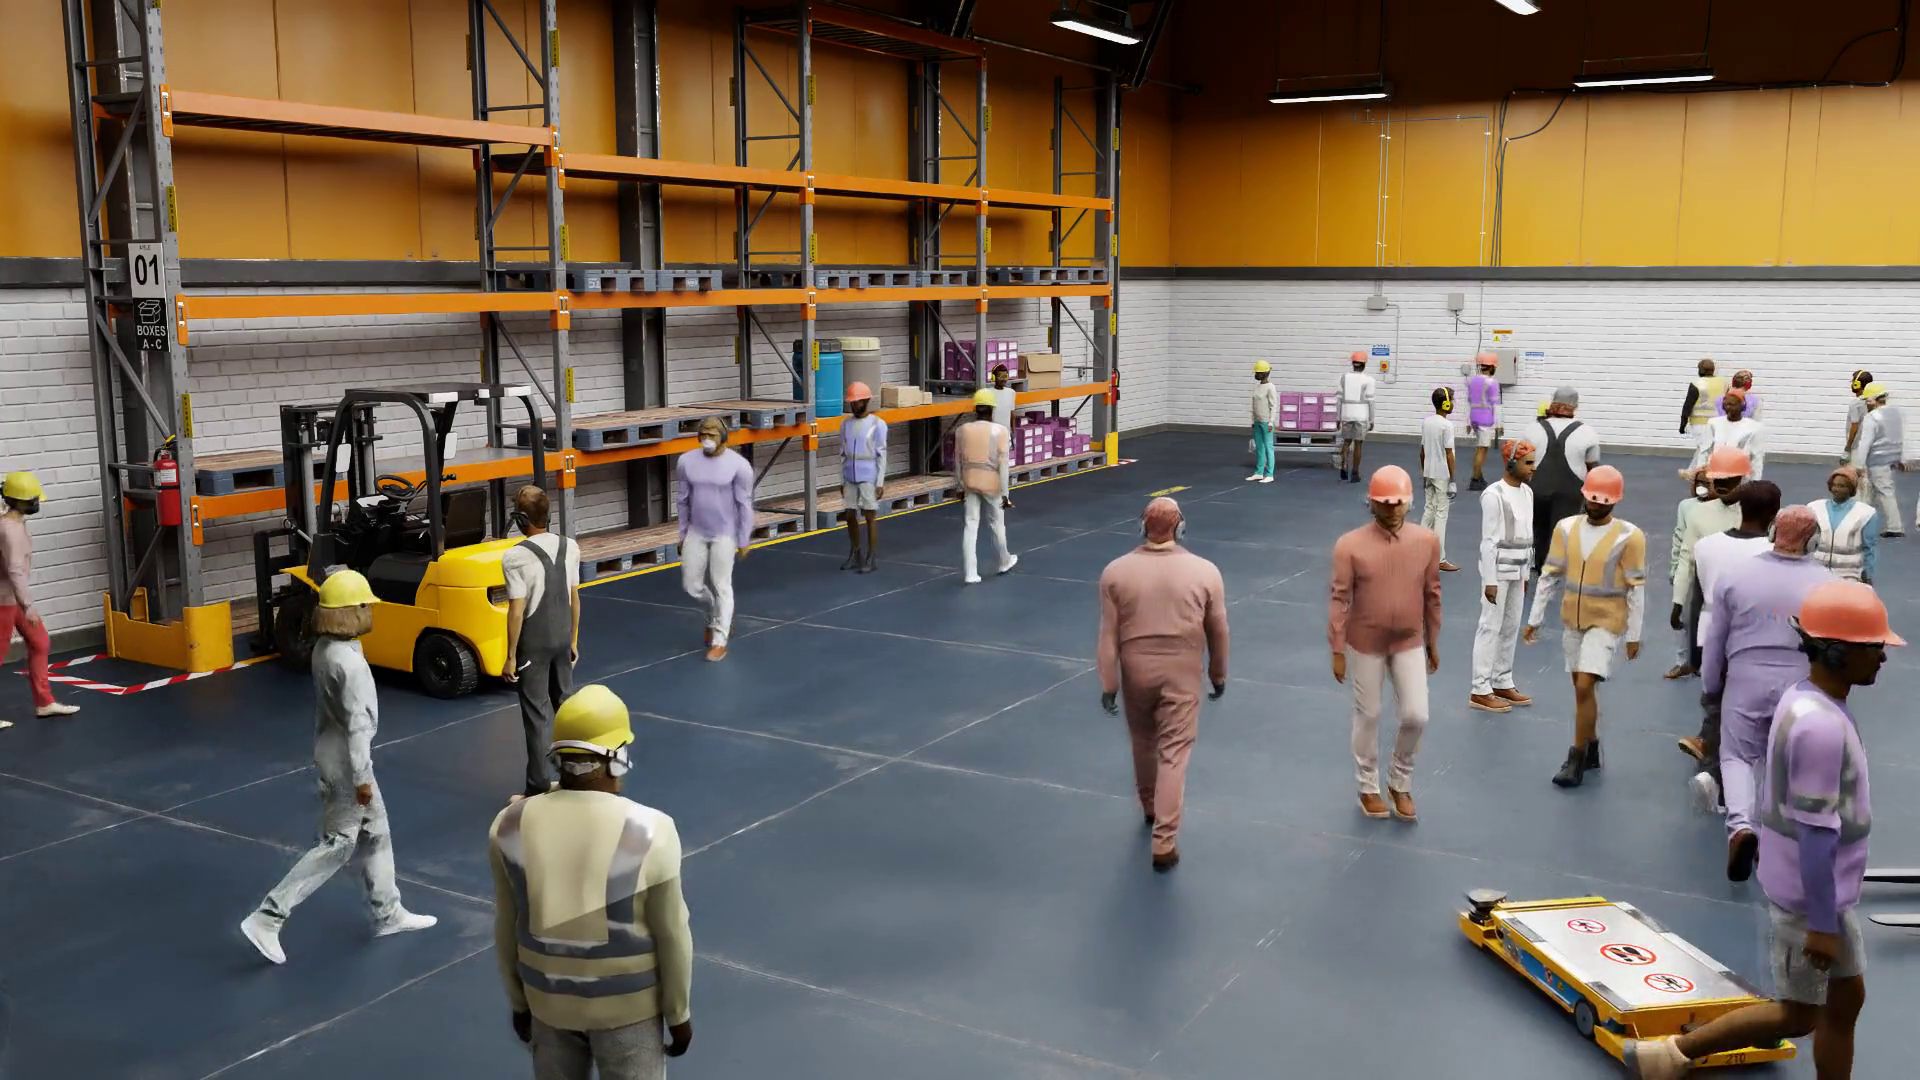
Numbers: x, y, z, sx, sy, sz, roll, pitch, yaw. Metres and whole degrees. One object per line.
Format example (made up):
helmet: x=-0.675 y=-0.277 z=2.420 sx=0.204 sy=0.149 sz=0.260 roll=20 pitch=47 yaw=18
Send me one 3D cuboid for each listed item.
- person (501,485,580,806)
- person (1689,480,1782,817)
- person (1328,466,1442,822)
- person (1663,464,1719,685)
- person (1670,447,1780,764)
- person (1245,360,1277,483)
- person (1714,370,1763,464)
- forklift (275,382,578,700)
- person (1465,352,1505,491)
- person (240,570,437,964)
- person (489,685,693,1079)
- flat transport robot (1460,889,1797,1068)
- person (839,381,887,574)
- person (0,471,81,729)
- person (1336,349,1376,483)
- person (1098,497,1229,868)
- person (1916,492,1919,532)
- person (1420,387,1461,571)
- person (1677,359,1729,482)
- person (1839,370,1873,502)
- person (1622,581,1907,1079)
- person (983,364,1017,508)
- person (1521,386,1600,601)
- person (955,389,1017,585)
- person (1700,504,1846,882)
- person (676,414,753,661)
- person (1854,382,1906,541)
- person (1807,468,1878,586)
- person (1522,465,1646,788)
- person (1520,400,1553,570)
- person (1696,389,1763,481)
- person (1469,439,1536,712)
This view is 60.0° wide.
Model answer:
person: x=-2.344 y=0.608 z=9.301 sx=0.346 sy=1.843 sz=0.506 roll=7 pitch=11 yaw=35
person: x=4.237 y=0.614 z=9.100 sx=0.601 sy=1.897 sz=0.609 roll=-6 pitch=11 yaw=-35
person: x=2.323 y=0.576 z=9.073 sx=0.657 sy=1.973 sz=0.553 roll=0 pitch=9 yaw=-2
person: x=5.449 y=0.250 z=12.183 sx=0.268 sy=1.631 sz=0.507 roll=-7 pitch=12 yaw=-38
person: x=4.720 y=0.398 z=10.308 sx=0.992 sy=1.941 sz=0.635 roll=-6 pitch=11 yaw=-33
person: x=4.357 y=-1.701 z=23.956 sx=0.329 sy=1.765 sz=0.526 roll=-4 pitch=10 yaw=-22
person: x=9.387 y=-1.129 z=20.122 sx=0.396 sy=1.847 sz=0.565 roll=-8 pitch=12 yaw=-41
forklift: x=-3.974 y=-0.067 z=12.417 sx=2.313 sy=2.155 sz=1.214 roll=5 pitch=11 yaw=30
person: x=7.324 y=-1.638 z=23.068 sx=0.595 sy=1.919 sz=0.553 roll=-3 pitch=10 yaw=-17
person: x=-2.777 y=0.986 z=7.324 sx=0.788 sy=1.719 sz=0.496 roll=-6 pitch=11 yaw=-31
person: x=-1.061 y=1.328 z=4.882 sx=0.592 sy=1.822 sz=0.403 roll=2 pitch=9 yaw=13
flat transport robot: x=2.712 y=1.776 z=6.900 sx=0.652 sy=0.197 sz=1.431 roll=-2 pitch=9 yaw=-10
person: x=-0.997 y=-0.631 z=16.749 sx=0.547 sy=1.938 sz=0.363 roll=5 pitch=10 yaw=28
person: x=-6.219 y=0.401 z=10.950 sx=0.760 sy=1.717 sz=0.545 roll=-4 pitch=10 yaw=-22
person: x=5.700 y=-1.778 z=23.939 sx=0.565 sy=1.920 sz=0.418 roll=5 pitch=11 yaw=31
person: x=1.070 y=0.700 z=8.701 sx=0.647 sy=1.851 sz=1.035 roll=3 pitch=9 yaw=16
person: x=8.816 y=-0.169 z=14.816 sx=0.523 sy=1.614 sz=0.486 roll=5 pitch=10 yaw=28
person: x=4.865 y=-0.617 z=16.859 sx=0.328 sy=1.872 sz=0.513 roll=-3 pitch=10 yaw=-20
person: x=10.554 y=-1.667 z=23.663 sx=0.659 sy=1.787 sz=0.974 roll=-3 pitch=10 yaw=-18
person: x=10.640 y=-1.078 z=19.735 sx=0.520 sy=1.874 sz=0.327 roll=-6 pitch=11 yaw=-32
person: x=2.762 y=1.122 z=5.542 sx=0.850 sy=2.023 sz=0.617 roll=5 pitch=10 yaw=30
person: x=0.498 y=-1.323 z=21.313 sx=0.516 sy=1.860 sz=0.317 roll=-5 pitch=10 yaw=-27
person: x=5.562 y=-0.481 z=15.479 sx=0.724 sy=2.000 sz=1.074 roll=5 pitch=10 yaw=29
person: x=0.253 y=-0.538 z=16.312 sx=0.618 sy=1.876 sz=0.960 roll=4 pitch=10 yaw=23
person: x=4.029 y=0.761 z=8.248 sx=0.649 sy=1.874 sz=0.804 roll=4 pitch=10 yaw=22
person: x=-1.912 y=-0.024 z=12.955 sx=0.637 sy=1.928 sz=0.472 roll=2 pitch=9 yaw=15
person: x=10.411 y=-0.909 z=18.963 sx=0.609 sy=1.776 sz=0.903 roll=-6 pitch=11 yaw=-32
person: x=6.485 y=0.248 z=12.331 sx=0.873 sy=1.591 sz=0.525 roll=-9 pitch=13 yaw=-44
person: x=3.652 y=0.498 z=9.814 sx=0.771 sy=1.894 sz=0.609 roll=-7 pitch=11 yaw=-35
person: x=6.035 y=-0.593 z=17.201 sx=0.537 sy=1.722 sz=0.926 roll=6 pitch=11 yaw=34
person: x=7.746 y=-0.603 z=16.880 sx=0.971 sy=1.833 sz=0.583 roll=-6 pitch=11 yaw=-32
person: x=3.774 y=0.239 z=11.497 sx=0.579 sy=1.879 sz=0.349 roll=-8 pitch=12 yaw=-42
